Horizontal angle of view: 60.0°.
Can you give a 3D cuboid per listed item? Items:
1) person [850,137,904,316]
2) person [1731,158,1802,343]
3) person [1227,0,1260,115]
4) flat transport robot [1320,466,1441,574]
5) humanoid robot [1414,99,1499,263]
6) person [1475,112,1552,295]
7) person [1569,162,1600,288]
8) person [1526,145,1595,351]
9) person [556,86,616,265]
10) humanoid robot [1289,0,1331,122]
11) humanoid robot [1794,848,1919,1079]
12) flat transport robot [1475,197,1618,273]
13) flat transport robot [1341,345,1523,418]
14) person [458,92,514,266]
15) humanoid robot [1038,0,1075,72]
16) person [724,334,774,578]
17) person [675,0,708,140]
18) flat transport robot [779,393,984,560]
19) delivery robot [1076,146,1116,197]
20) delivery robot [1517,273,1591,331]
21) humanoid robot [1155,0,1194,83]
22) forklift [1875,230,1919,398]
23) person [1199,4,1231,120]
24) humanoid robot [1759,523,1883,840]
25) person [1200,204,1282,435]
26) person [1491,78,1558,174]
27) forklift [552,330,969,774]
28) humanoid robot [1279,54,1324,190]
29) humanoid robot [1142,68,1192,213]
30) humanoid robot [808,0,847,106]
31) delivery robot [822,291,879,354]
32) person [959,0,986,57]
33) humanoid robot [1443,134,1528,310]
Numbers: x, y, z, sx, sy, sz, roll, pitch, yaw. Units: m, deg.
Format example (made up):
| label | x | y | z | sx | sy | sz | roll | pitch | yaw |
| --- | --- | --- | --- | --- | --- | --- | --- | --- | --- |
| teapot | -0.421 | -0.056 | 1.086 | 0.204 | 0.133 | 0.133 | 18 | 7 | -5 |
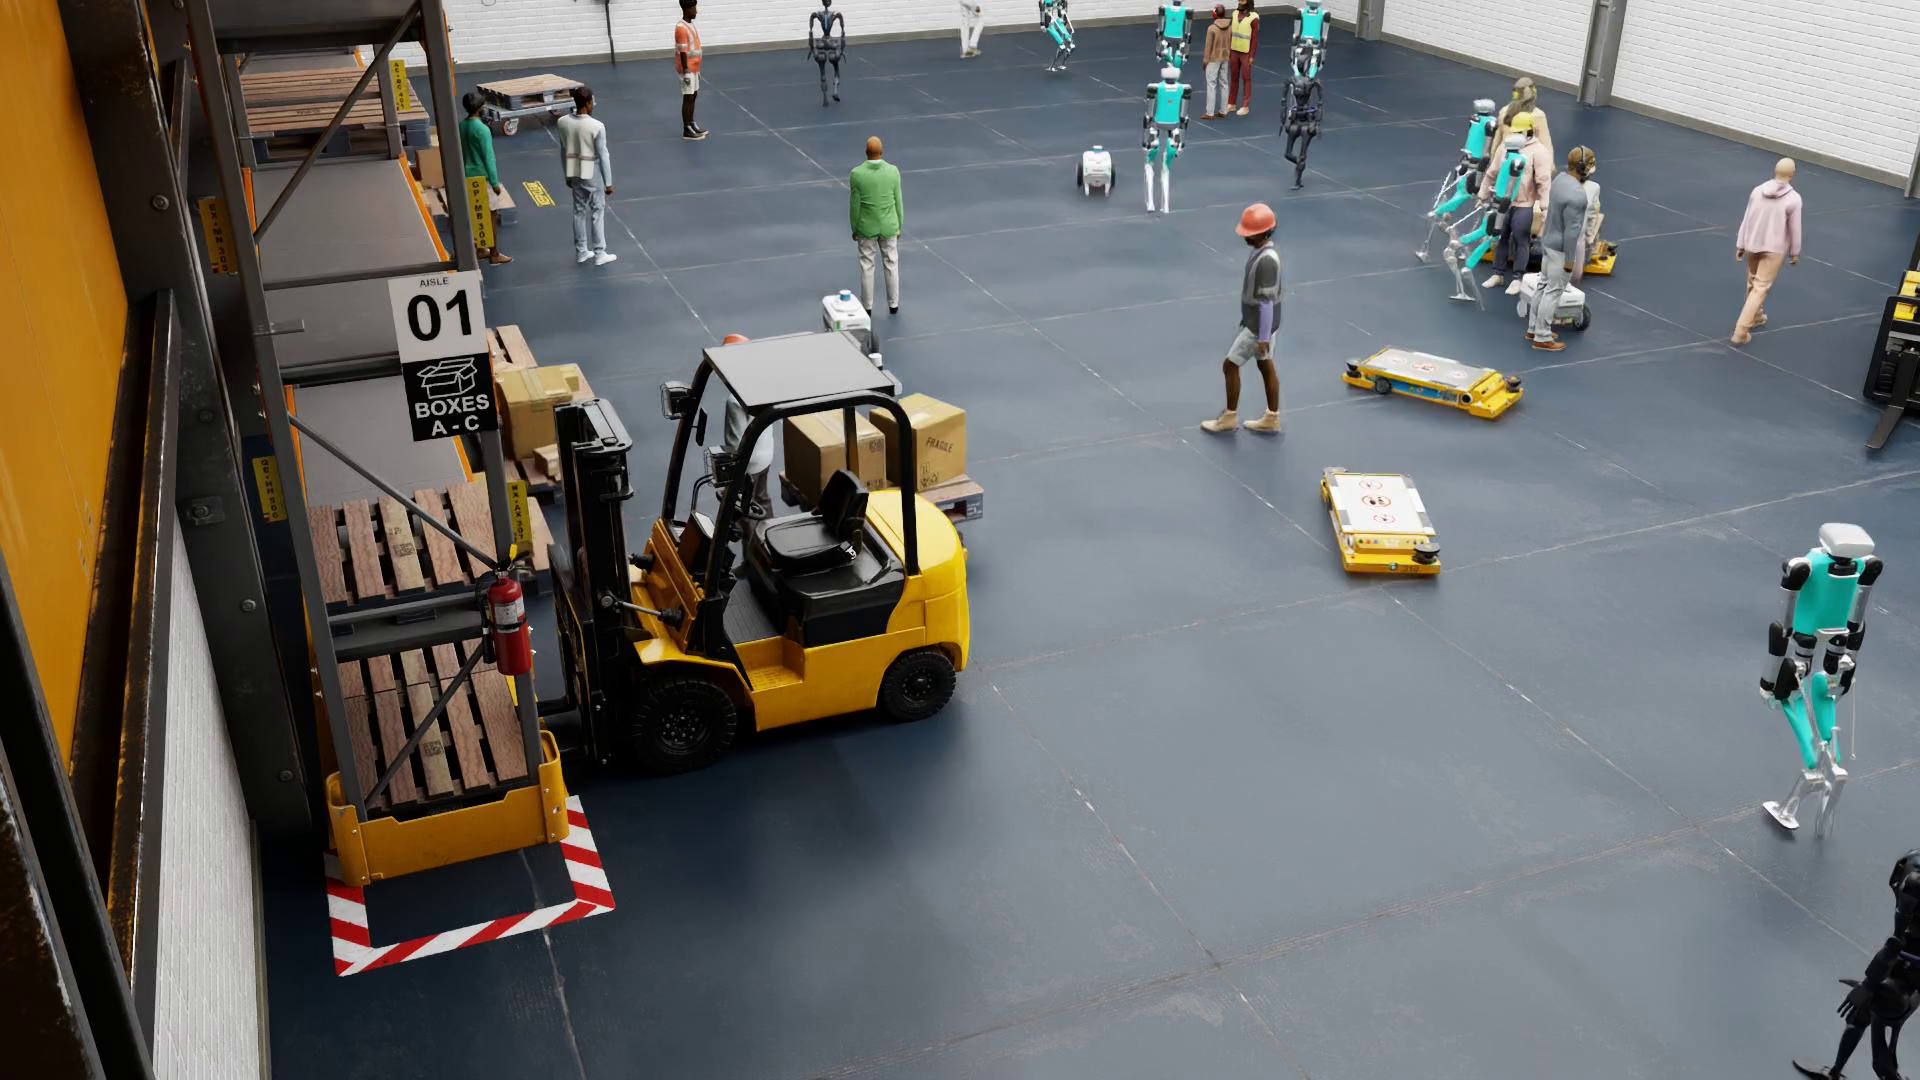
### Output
| label | x | y | z | sx | sy | sz | roll | pitch | yaw |
| --- | --- | --- | --- | --- | --- | --- | --- | --- | --- |
| person | -0.824 | -3.095 | 16.459 | 0.538 | 1.784 | 0.383 | -6 | 27 | -11 |
| person | 7.713 | -2.775 | 15.879 | 0.914 | 1.742 | 0.531 | -18 | 32 | -31 |
| person | 4.196 | -7.226 | 24.691 | 0.384 | 1.768 | 0.466 | -23 | 35 | -38 |
| flat transport robot | 3.089 | -0.156 | 12.297 | 0.659 | 0.231 | 1.431 | 2 | 27 | 3 |
| humanoid robot | 5.292 | -3.867 | 18.070 | 0.942 | 1.761 | 0.531 | -6 | 27 | -12 |
| person | 5.739 | -3.491 | 17.171 | 0.813 | 1.854 | 0.432 | 24 | 35 | 39 |
| person | 5.904 | -2.917 | 16.148 | 0.525 | 1.760 | 0.382 | -6 | 27 | -11 |
| person | 5.624 | -2.726 | 15.568 | 0.368 | 1.931 | 0.628 | 1 | 27 | 1 |
| person | -4.029 | -3.924 | 17.974 | 0.595 | 1.908 | 0.404 | 10 | 29 | 20 |
| humanoid robot | 5.037 | -6.967 | 24.263 | 0.534 | 1.784 | 1.008 | 9 | 28 | 18 |
| humanoid robot | 3.981 | 1.796 | 6.906 | 0.608 | 1.653 | 0.738 | -20 | 33 | -35 |
| flat transport robot | 6.460 | -3.188 | 18.328 | 1.431 | 0.231 | 0.659 | 12 | 29 | 22 |
| flat transport robot | 4.203 | -1.420 | 14.812 | 1.431 | 0.231 | 0.659 | 20 | 33 | 34 |
| person | -5.197 | -3.898 | 17.993 | 0.500 | 1.843 | 0.397 | 20 | 33 | 34 |
| humanoid robot | 1.623 | -8.464 | 27.039 | 0.533 | 1.677 | 0.735 | -14 | 30 | -26 |
| person | -1.478 | -0.587 | 11.515 | 0.351 | 1.738 | 0.575 | 8 | 28 | 15 |
| person | -3.777 | -6.605 | 23.254 | 0.373 | 1.958 | 0.596 | 3 | 27 | 6 |
| flat transport robot | -0.567 | -0.142 | 12.271 | 0.659 | 0.231 | 1.431 | -13 | 29 | -24 |
| delivery robot | 1.722 | -4.653 | 20.929 | 0.499 | 0.599 | 0.797 | 1 | 27 | 2 |
| delivery robot | 5.831 | -2.380 | 16.395 | 0.499 | 0.587 | 0.774 | -5 | 27 | -10 |
| humanoid robot | 3.254 | -7.368 | 25.063 | 0.553 | 1.764 | 1.040 | 9 | 28 | 17 |
| forklift | 9.029 | -2.397 | 14.618 | 1.214 | 2.155 | 2.313 | 18 | 32 | 32 |
| person | 3.779 | -7.004 | 24.389 | 0.453 | 1.644 | 0.309 | -16 | 31 | -29 |
| humanoid robot | 4.554 | 0.878 | 8.728 | 0.540 | 1.907 | 0.713 | -5 | 27 | -9 |
| person | 2.334 | -1.783 | 13.605 | 0.815 | 1.999 | 0.680 | 5 | 27 | 10 |
| person | 6.361 | -4.262 | 18.713 | 0.683 | 1.840 | 0.659 | -18 | 32 | -32 |
| forklift | -1.094 | 0.010 | 9.831 | 2.313 | 2.155 | 1.214 | -10 | 28 | -20 |
| humanoid robot | 4.343 | -5.273 | 20.920 | 0.599 | 1.644 | 0.531 | 18 | 32 | 31 |
| humanoid robot | 2.403 | -4.769 | 19.804 | 0.531 | 1.758 | 0.723 | -2 | 27 | -4 |
| humanoid robot | -2.025 | -7.439 | 25.220 | 0.600 | 1.649 | 0.350 | 0 | 27 | 1 |
| delivery robot | -1.072 | -2.049 | 15.758 | 0.499 | 0.607 | 0.790 | -7 | 28 | -13 |
| person | 0.203 | -9.295 | 28.693 | 0.472 | 1.869 | 0.604 | -22 | 34 | -37 |
| humanoid robot | 5.182 | -3.155 | 16.689 | 0.801 | 1.826 | 0.534 | 5 | 27 | 9 |
